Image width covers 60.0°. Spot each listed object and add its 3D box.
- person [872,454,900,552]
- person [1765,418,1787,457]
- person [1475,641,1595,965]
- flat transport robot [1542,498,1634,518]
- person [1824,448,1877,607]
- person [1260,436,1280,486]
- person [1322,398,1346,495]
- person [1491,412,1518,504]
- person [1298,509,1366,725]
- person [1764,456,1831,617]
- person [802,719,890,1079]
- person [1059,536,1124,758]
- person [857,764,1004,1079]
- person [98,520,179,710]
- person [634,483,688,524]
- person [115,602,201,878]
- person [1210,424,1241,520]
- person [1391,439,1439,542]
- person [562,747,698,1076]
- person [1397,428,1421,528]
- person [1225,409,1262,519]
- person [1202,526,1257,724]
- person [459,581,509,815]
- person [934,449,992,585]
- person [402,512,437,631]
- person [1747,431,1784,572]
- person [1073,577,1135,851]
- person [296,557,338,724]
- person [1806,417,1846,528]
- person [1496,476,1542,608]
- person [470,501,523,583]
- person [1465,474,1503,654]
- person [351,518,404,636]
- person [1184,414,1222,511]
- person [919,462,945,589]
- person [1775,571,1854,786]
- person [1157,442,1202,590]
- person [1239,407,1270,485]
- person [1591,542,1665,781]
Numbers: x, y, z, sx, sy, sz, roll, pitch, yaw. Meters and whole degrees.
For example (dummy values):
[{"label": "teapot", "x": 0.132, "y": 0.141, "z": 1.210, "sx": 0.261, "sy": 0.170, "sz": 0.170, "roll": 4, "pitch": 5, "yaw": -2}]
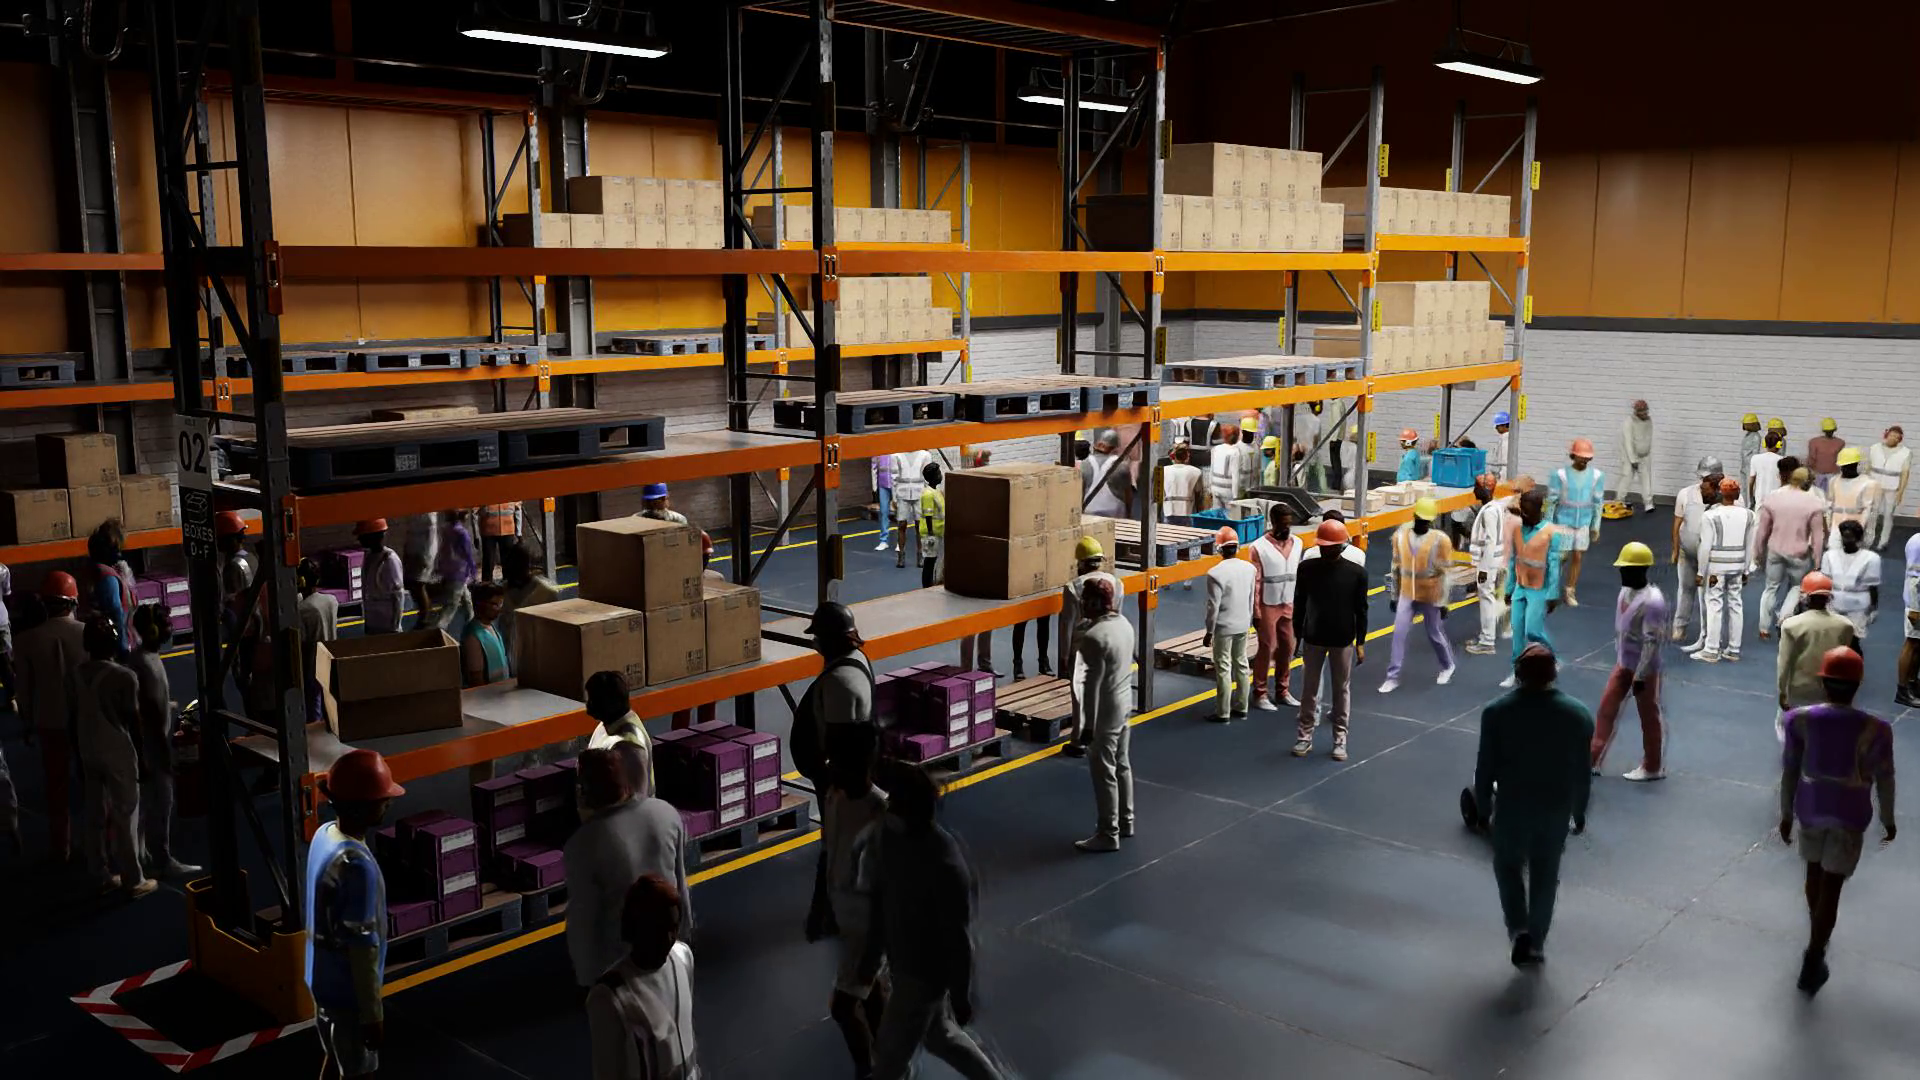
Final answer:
[{"label": "person", "x": -0.964, "y": -0.793, "z": 23.357, "sx": 0.585, "sy": 1.926, "sz": 0.378, "roll": 2, "pitch": 10, "yaw": 13}, {"label": "person", "x": 12.209, "y": -0.968, "z": 24.975, "sx": 0.321, "sy": 1.738, "sz": 0.485, "roll": 8, "pitch": 12, "yaw": 38}, {"label": "person", "x": 3.302, "y": 1.542, "z": 9.559, "sx": 0.660, "sy": 1.891, "sz": 0.593, "roll": 1, "pitch": 10, "yaw": 4}, {"label": "flat transport robot", "x": 10.034, "y": -0.546, "z": 26.821, "sx": 1.431, "sy": 0.197, "sz": 0.652, "roll": 8, "pitch": 13, "yaw": 41}, {"label": "person", "x": 10.388, "y": -0.134, "z": 19.529, "sx": 0.800, "sy": 1.886, "sz": 0.578, "roll": -7, "pitch": 12, "yaw": -37}, {"label": "person", "x": 4.151, "y": -0.513, "z": 22.198, "sx": 0.337, "sy": 1.760, "sz": 0.524, "roll": 2, "pitch": 10, "yaw": 9}, {"label": "person", "x": 6.538, "y": -1.778, "z": 29.042, "sx": 0.386, "sy": 1.992, "sz": 0.622, "roll": 3, "pitch": 10, "yaw": 15}, {"label": "person", "x": 7.760, "y": -0.867, "z": 23.769, "sx": 0.399, "sy": 1.939, "sz": 0.602, "roll": 3, "pitch": 10, "yaw": 18}, {"label": "person", "x": 3.263, "y": 0.685, "z": 14.602, "sx": 0.600, "sy": 1.908, "sz": 0.396, "roll": -3, "pitch": 10, "yaw": -16}, {"label": "person", "x": 9.342, "y": 0.017, "z": 18.641, "sx": 0.647, "sy": 1.885, "sz": 1.014, "roll": -1, "pitch": 10, "yaw": -5}, {"label": "person", "x": -0.515, "y": 1.792, "z": 7.864, "sx": 0.629, "sy": 1.943, "sz": 0.618, "roll": -5, "pitch": 11, "yaw": -26}, {"label": "person", "x": 1.065, "y": 0.879, "z": 13.693, "sx": 0.596, "sy": 1.824, "sz": 0.403, "roll": -6, "pitch": 11, "yaw": -31}, {"label": "person", "x": -0.122, "y": 1.896, "z": 7.414, "sx": 0.979, "sy": 1.902, "sz": 0.631, "roll": -4, "pitch": 10, "yaw": -24}, {"label": "person", "x": -7.459, "y": 0.722, "z": 14.705, "sx": 0.904, "sy": 1.805, "sz": 0.515, "roll": -8, "pitch": 13, "yaw": -40}, {"label": "person", "x": -2.969, "y": 0.355, "z": 16.442, "sx": 0.607, "sy": 1.947, "sz": 0.406, "roll": 1, "pitch": 10, "yaw": 9}, {"label": "person", "x": -5.288, "y": 1.328, "z": 10.943, "sx": 0.409, "sy": 1.857, "sz": 0.516, "roll": -4, "pitch": 10, "yaw": -25}, {"label": "person", "x": 3.610, "y": -0.649, "z": 22.677, "sx": 0.478, "sy": 1.864, "sz": 0.702, "roll": -5, "pitch": 11, "yaw": -30}, {"label": "person", "x": 6.506, "y": -0.633, "z": 23.382, "sx": 0.810, "sy": 1.598, "sz": 0.556, "roll": 2, "pitch": 10, "yaw": 13}, {"label": "person", "x": -1.486, "y": 1.871, "z": 7.592, "sx": 0.522, "sy": 1.880, "sz": 0.668, "roll": 8, "pitch": 12, "yaw": 39}, {"label": "person", "x": 6.244, "y": -0.685, "z": 23.231, "sx": 0.340, "sy": 1.749, "sz": 0.572, "roll": 4, "pitch": 10, "yaw": 20}, {"label": "person", "x": 4.226, "y": -0.946, "z": 24.223, "sx": 1.008, "sy": 1.937, "sz": 0.642, "roll": -7, "pitch": 12, "yaw": -34}, {"label": "person", "x": 2.355, "y": 0.749, "z": 14.681, "sx": 0.564, "sy": 1.747, "sz": 0.339, "roll": -7, "pitch": 12, "yaw": -35}, {"label": "person", "x": -3.360, "y": 1.197, "z": 11.742, "sx": 0.389, "sy": 1.837, "sz": 0.563, "roll": -2, "pitch": 10, "yaw": -9}, {"label": "person", "x": 0.086, "y": -0.250, "z": 20.583, "sx": 0.887, "sy": 1.791, "sz": 0.593, "roll": 1, "pitch": 10, "yaw": 9}, {"label": "person", "x": -5.837, "y": 0.126, "z": 17.949, "sx": 0.585, "sy": 1.903, "sz": 0.484, "roll": 9, "pitch": 13, "yaw": 43}, {"label": "person", "x": 10.575, "y": -0.493, "z": 21.756, "sx": 0.328, "sy": 1.865, "sz": 0.521, "roll": -8, "pitch": 13, "yaw": -40}, {"label": "person", "x": 0.990, "y": 1.199, "z": 11.598, "sx": 0.406, "sy": 1.894, "sz": 0.660, "roll": 4, "pitch": 10, "yaw": 25}, {"label": "person", "x": -4.885, "y": 1.045, "z": 12.601, "sx": 0.334, "sy": 1.860, "sz": 0.509, "roll": 3, "pitch": 10, "yaw": 17}, {"label": "person", "x": 13.089, "y": -1.011, "z": 25.191, "sx": 0.544, "sy": 1.744, "sz": 0.519, "roll": 2, "pitch": 10, "yaw": 14}, {"label": "person", "x": 6.518, "y": 0.041, "z": 19.456, "sx": 0.507, "sy": 1.557, "sz": 0.919, "roll": 9, "pitch": 13, "yaw": 43}, {"label": "person", "x": -5.351, "y": -0.106, "z": 19.251, "sx": 0.587, "sy": 1.930, "sz": 0.359, "roll": -5, "pitch": 11, "yaw": -28}, {"label": "person", "x": 5.462, "y": 0.245, "z": 17.290, "sx": 0.337, "sy": 1.882, "sz": 0.585, "roll": 3, "pitch": 10, "yaw": 18}, {"label": "person", "x": -5.036, "y": 0.698, "z": 14.431, "sx": 0.373, "sy": 1.933, "sz": 0.549, "roll": -9, "pitch": 13, "yaw": -44}, {"label": "person", "x": 3.713, "y": -1.188, "z": 25.428, "sx": 0.615, "sy": 2.029, "sz": 0.409, "roll": 5, "pitch": 11, "yaw": 29}, {"label": "person", "x": -0.323, "y": -0.079, "z": 19.773, "sx": 0.318, "sy": 1.700, "sz": 0.534, "roll": 1, "pitch": 10, "yaw": 8}, {"label": "person", "x": 6.455, "y": 1.100, "z": 12.633, "sx": 0.569, "sy": 1.738, "sz": 0.364, "roll": 0, "pitch": 10, "yaw": 2}, {"label": "person", "x": 2.705, "y": -0.282, "z": 20.573, "sx": 0.560, "sy": 1.839, "sz": 0.396, "roll": 1, "pitch": 10, "yaw": 8}, {"label": "person", "x": 4.732, "y": -1.456, "z": 27.074, "sx": 0.618, "sy": 2.017, "sz": 0.860, "roll": -5, "pitch": 11, "yaw": -26}, {"label": "person", "x": 5.131, "y": 0.964, "z": 12.944, "sx": 0.871, "sy": 1.893, "sz": 0.612, "roll": -1, "pitch": 10, "yaw": -7}]
